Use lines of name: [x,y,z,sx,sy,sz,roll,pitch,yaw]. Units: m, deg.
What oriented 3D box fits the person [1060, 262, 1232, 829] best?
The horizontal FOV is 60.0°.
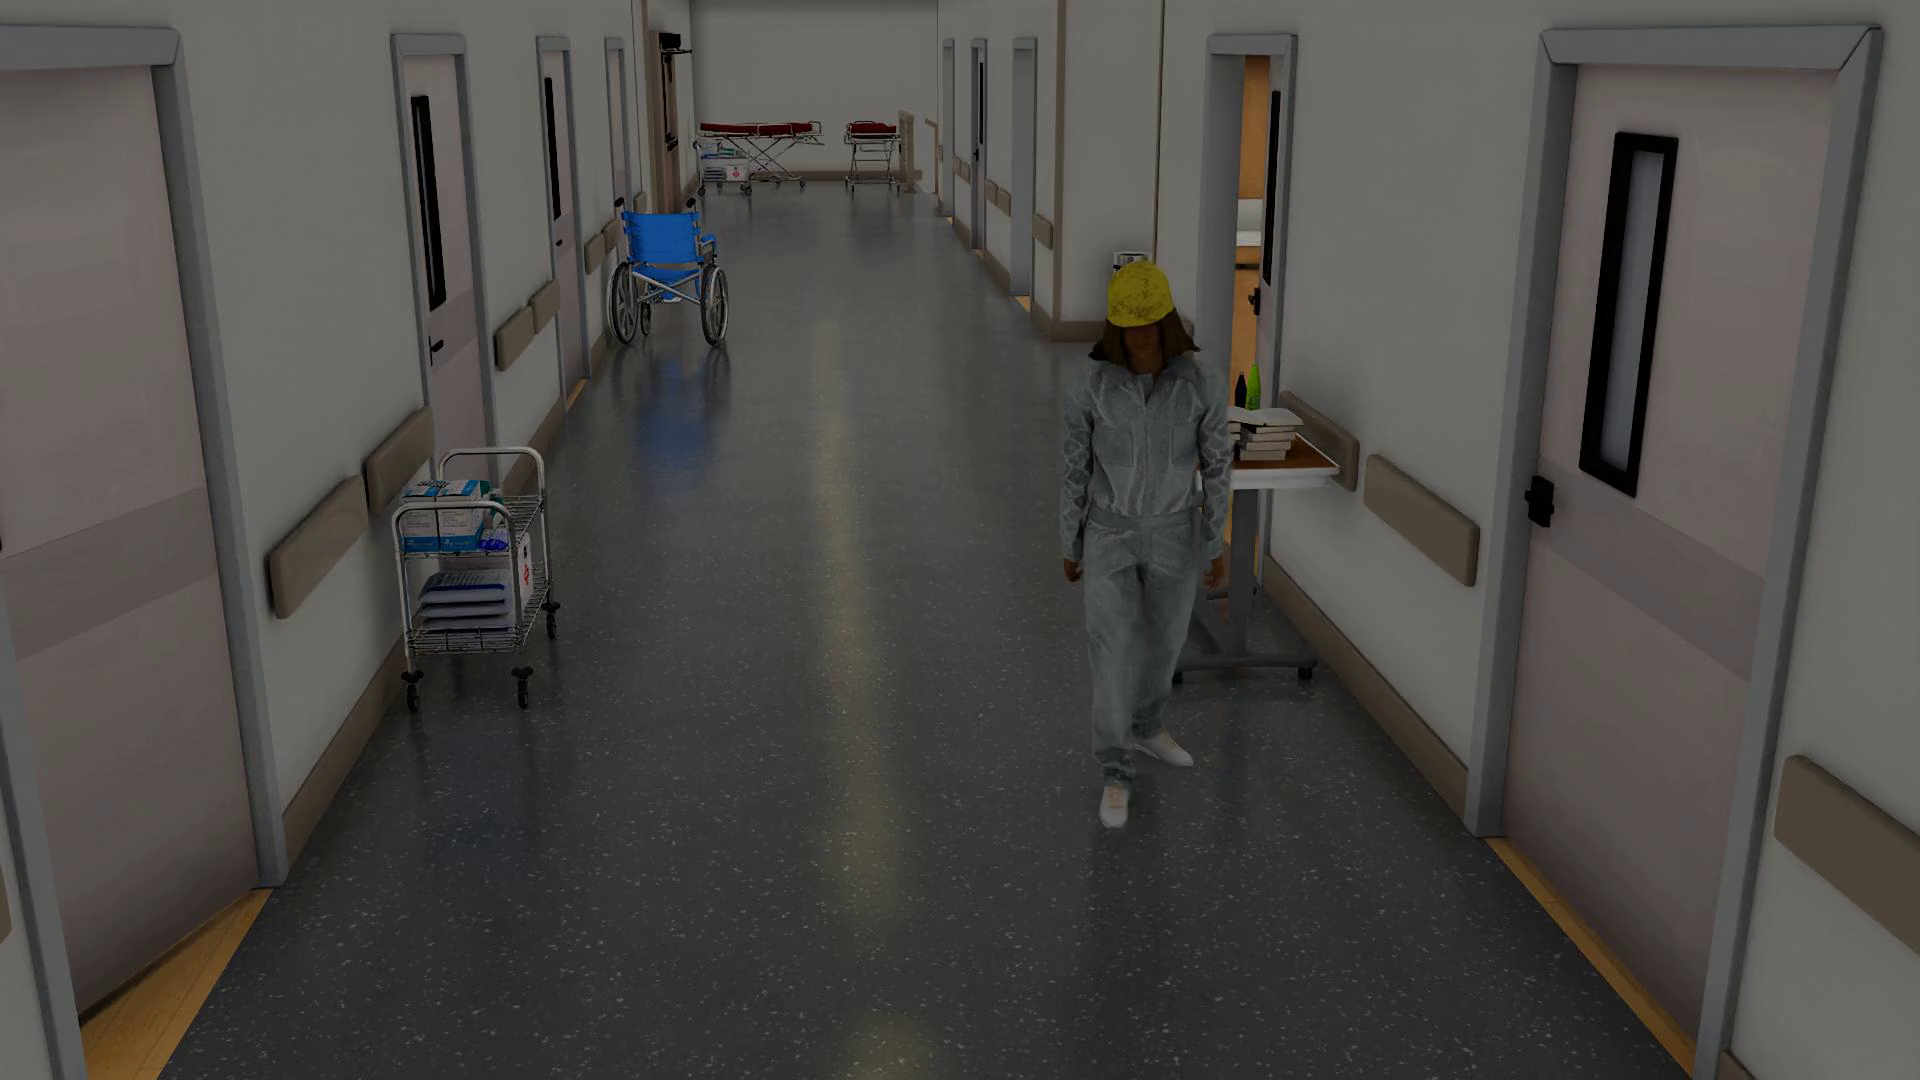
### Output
person: [0.542,-0.021,5.103,0.504,1.706,0.632,-2,17,-5]
